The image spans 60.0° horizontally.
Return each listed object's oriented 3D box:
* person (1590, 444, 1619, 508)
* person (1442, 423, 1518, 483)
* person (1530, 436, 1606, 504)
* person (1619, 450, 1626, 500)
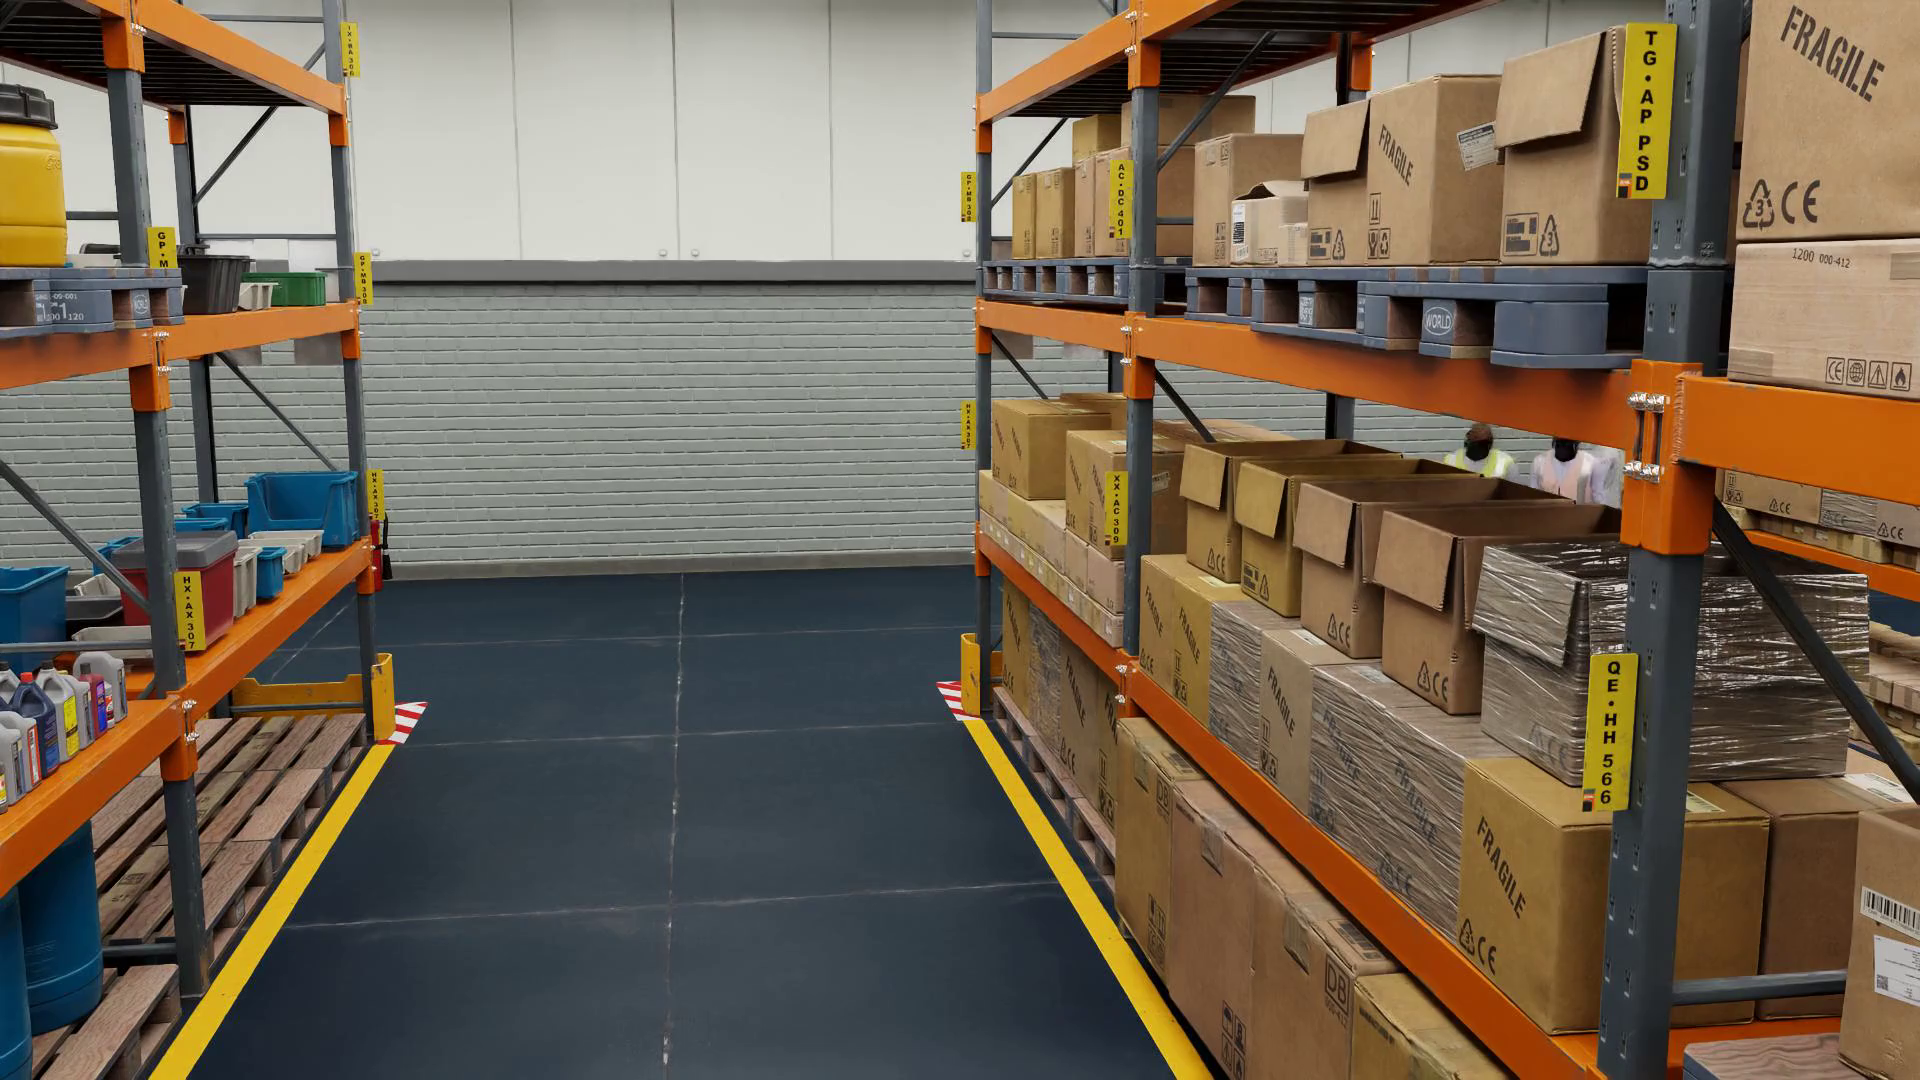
[{"bbox_3d":[5.707,-0.279,14.903,0.513,1.820,0.604,1,9,8],"label":"person"},{"bbox_3d":[4.197,-0.064,13.639,0.723,1.803,0.649,5,11,30],"label":"person"},{"bbox_3d":[5.211,-0.140,14.324,0.640,1.749,1.125,8,12,39],"label":"person"},{"bbox_3d":[6.519,-0.473,15.686,0.419,1.971,0.620,-9,13,-44],"label":"person"}]
